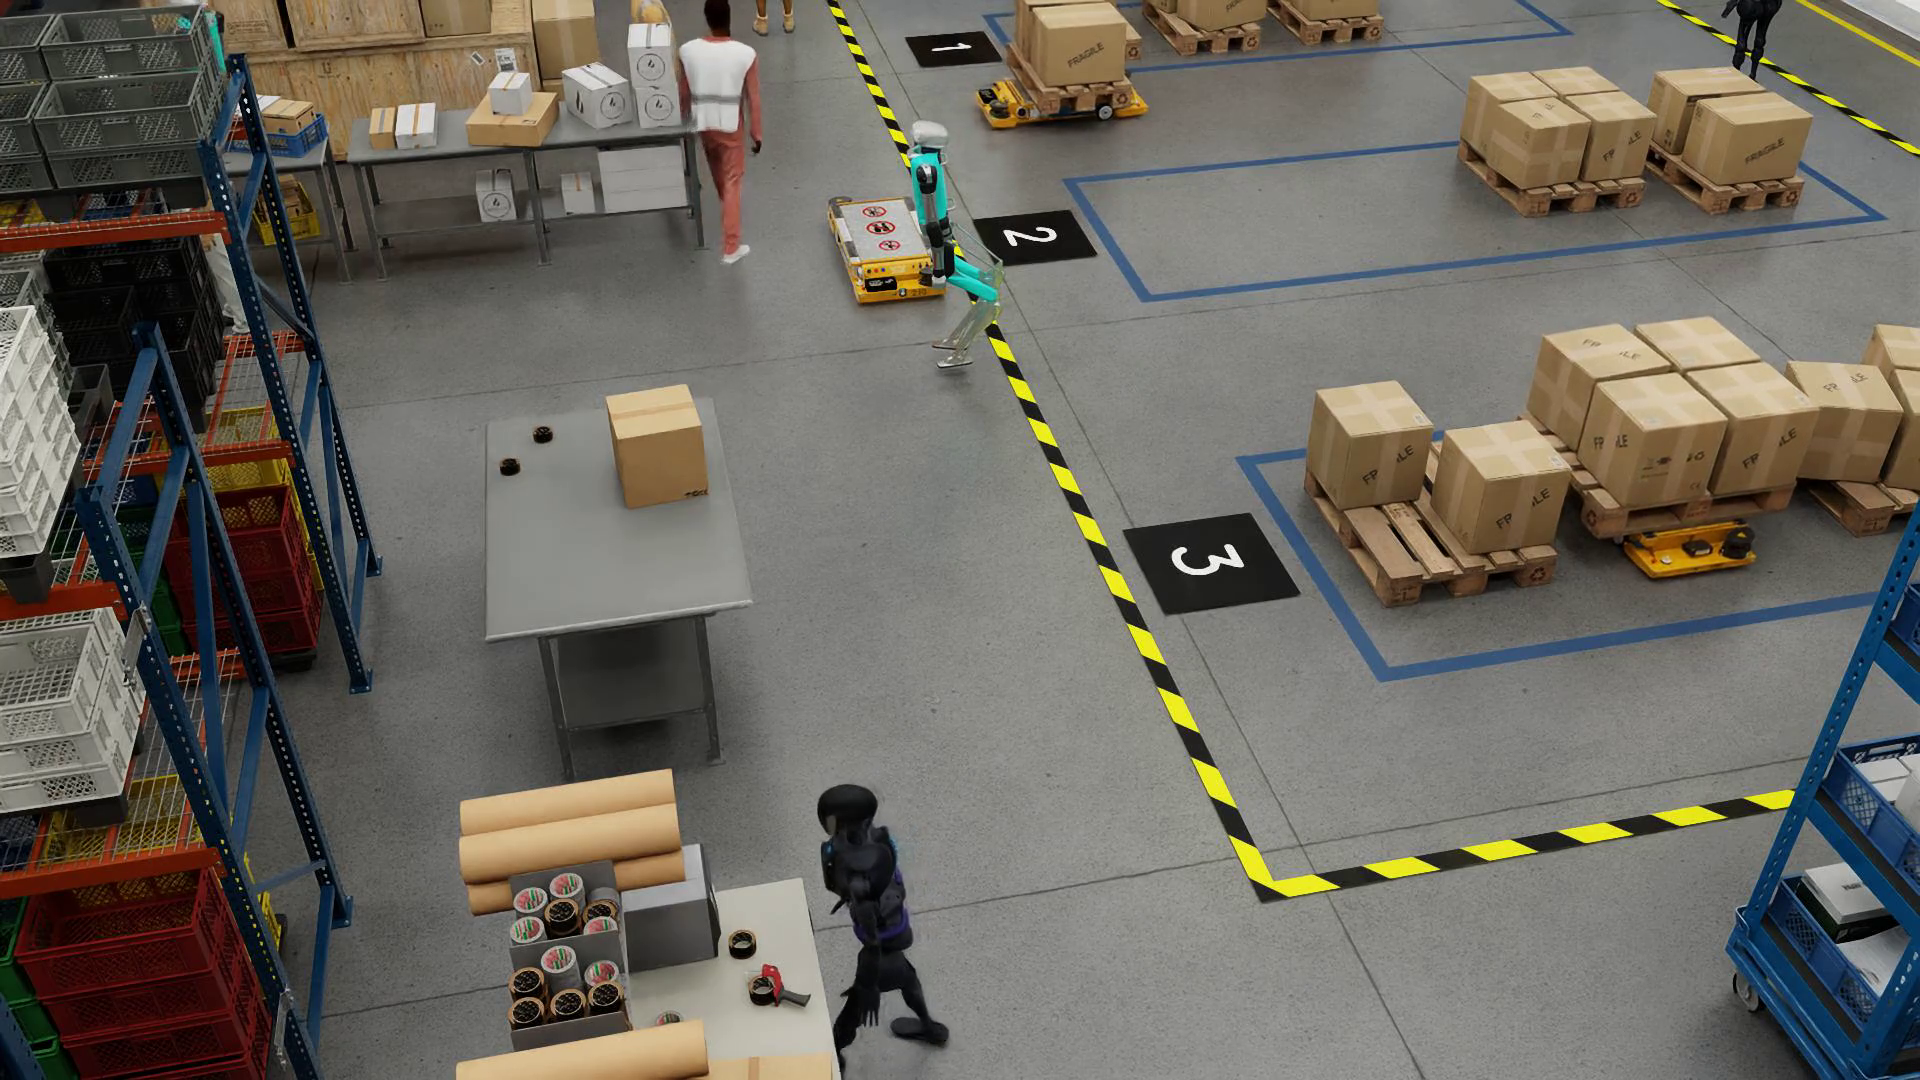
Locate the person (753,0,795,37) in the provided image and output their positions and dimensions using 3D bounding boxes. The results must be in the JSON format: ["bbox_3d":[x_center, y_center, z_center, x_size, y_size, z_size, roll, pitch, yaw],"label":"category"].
[{"bbox_3d":[-1.869,-5.898,16.001,0.613,2.035,0.388,-10,38,-13],"label":"person"}]

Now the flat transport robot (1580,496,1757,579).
[{"bbox_3d":[4.059,-0.302,9.937,0.652,0.197,1.431,-8,37,-10],"label":"flat transport robot"}]

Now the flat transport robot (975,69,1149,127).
[{"bbox_3d":[0.907,-3.958,14.850,1.431,0.197,0.652,-8,37,-10],"label":"flat transport robot"}]

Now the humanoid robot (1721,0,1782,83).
[{"bbox_3d":[7.166,-4.881,14.923,0.599,1.655,0.315,-15,39,-19],"label":"humanoid robot"}]

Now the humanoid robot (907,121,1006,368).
[{"bbox_3d":[0.035,-1.908,10.772,0.735,1.681,0.533,-2,37,-2],"label":"humanoid robot"}]

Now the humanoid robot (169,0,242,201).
[{"bbox_3d":[-5.905,-3.289,12.827,0.727,1.877,0.541,9,38,12],"label":"humanoid robot"}]

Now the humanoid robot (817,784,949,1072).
[{"bbox_3d":[-0.372,1.492,6.382,0.686,1.624,0.602,-6,37,-7],"label":"humanoid robot"}]

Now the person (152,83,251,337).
[{"bbox_3d":[-5.074,-2.185,11.174,0.391,1.838,0.563,-20,41,-25],"label":"person"}]

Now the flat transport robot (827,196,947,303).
[{"bbox_3d":[-0.570,-2.220,12.538,0.659,0.231,1.431,-8,37,-10],"label":"flat transport robot"}]

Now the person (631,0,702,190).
[{"bbox_3d":[-2.356,-3.693,13.135,0.369,1.928,0.574,-13,39,-17],"label":"person"}]

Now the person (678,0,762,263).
[{"bbox_3d":[-1.761,-3.109,12.439,0.601,1.807,1.139,4,37,5],"label":"person"}]

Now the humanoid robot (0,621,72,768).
[{"bbox_3d":[-4.559,0.545,7.629,0.357,1.654,0.598,5,37,6],"label":"humanoid robot"}]
